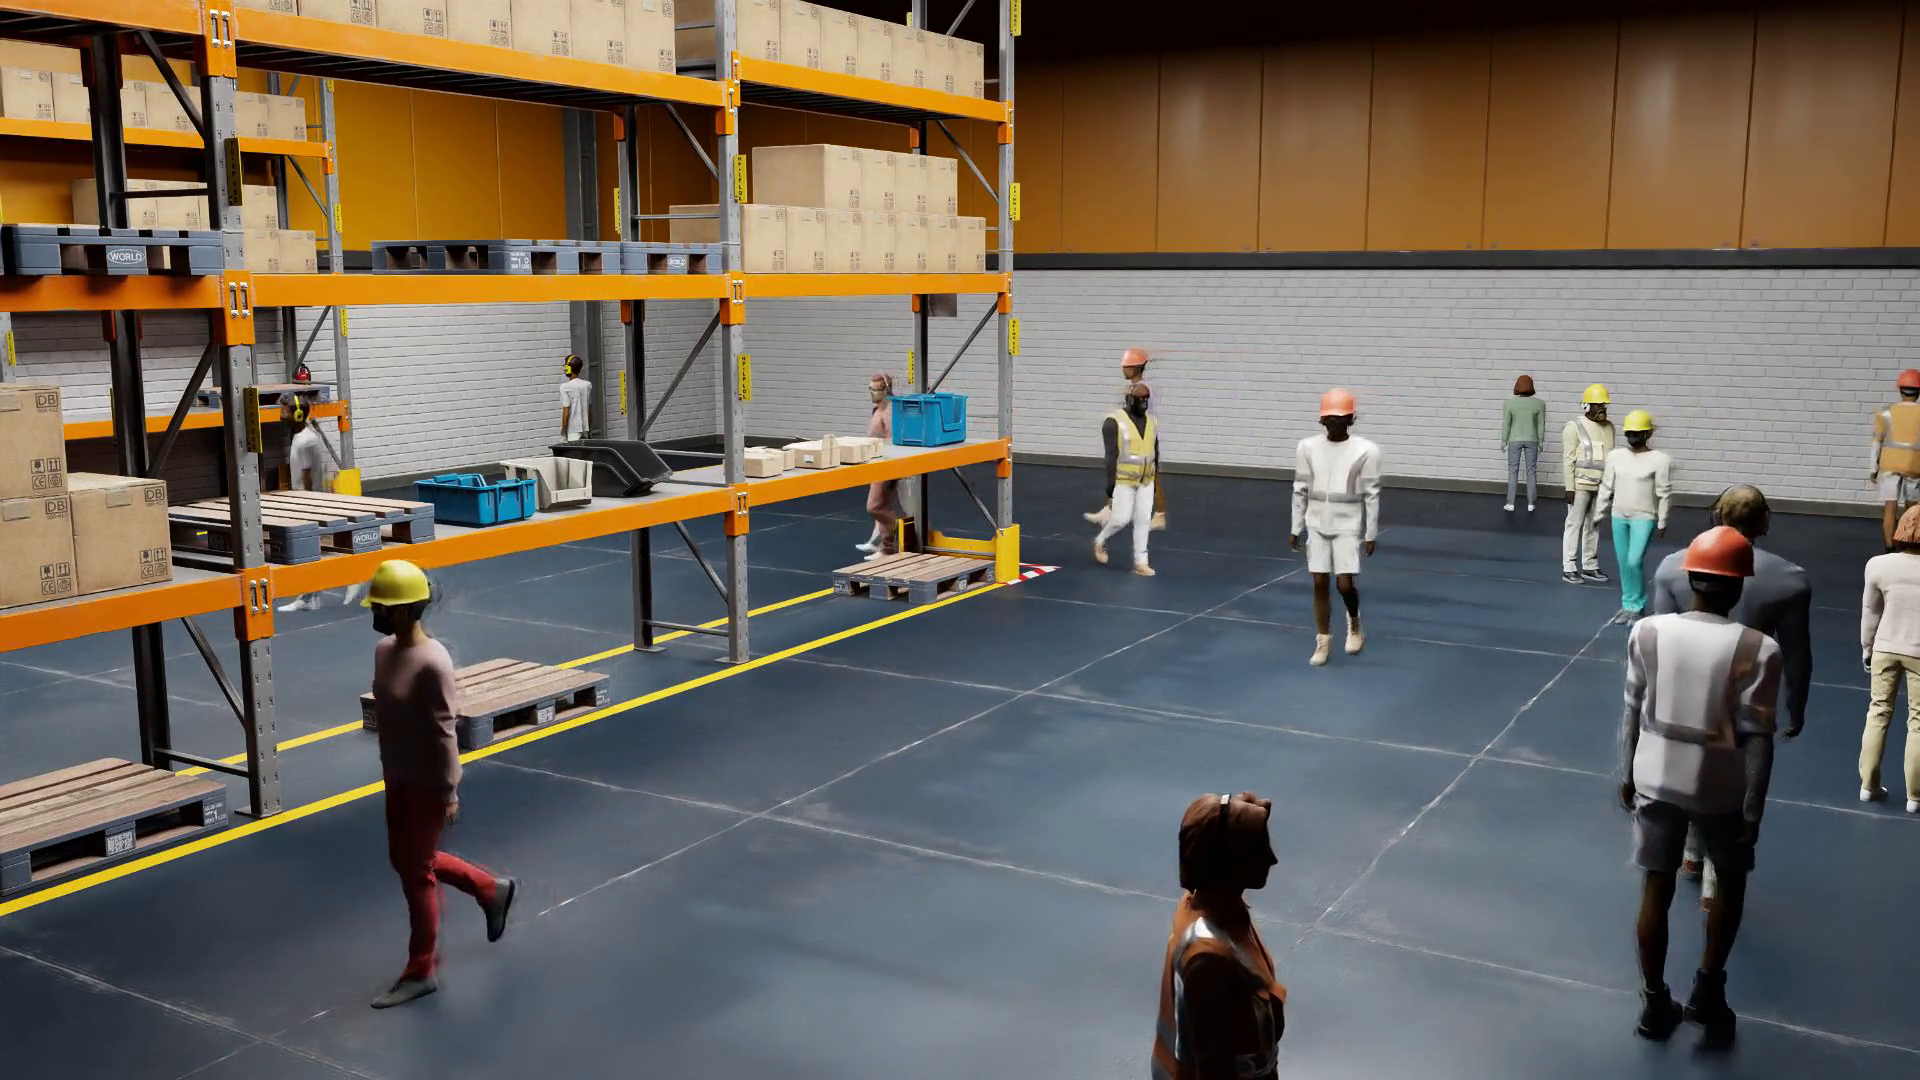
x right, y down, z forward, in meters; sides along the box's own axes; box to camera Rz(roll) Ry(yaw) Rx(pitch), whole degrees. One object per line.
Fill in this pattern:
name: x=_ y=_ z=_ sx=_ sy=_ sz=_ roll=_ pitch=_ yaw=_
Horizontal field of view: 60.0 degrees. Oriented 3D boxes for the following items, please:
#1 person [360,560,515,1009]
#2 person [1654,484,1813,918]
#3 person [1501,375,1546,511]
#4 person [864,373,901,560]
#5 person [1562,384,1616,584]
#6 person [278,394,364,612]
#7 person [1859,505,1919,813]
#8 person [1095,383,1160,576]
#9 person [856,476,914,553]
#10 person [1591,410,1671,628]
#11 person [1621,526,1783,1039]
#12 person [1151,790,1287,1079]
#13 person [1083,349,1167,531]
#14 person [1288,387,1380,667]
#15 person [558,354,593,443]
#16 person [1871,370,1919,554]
person: x=-2.081 y=0.922 z=6.603 sx=0.529 sy=1.750 sz=0.642 roll=9 pitch=13 yaw=43
person: x=3.489 y=0.692 z=7.528 sx=0.657 sy=1.903 sz=0.882 roll=6 pitch=11 yaw=34
person: x=6.731 y=-1.155 z=19.896 sx=0.497 sy=1.634 sz=0.287 roll=2 pitch=9 yaw=11
person: x=-0.710 y=-0.698 z=16.281 sx=0.478 sy=1.884 sz=0.694 roll=-1 pitch=9 yaw=-4
person: x=5.797 y=-0.516 z=15.290 sx=0.586 sy=1.833 sz=0.403 roll=-4 pitch=10 yaw=-26
person: x=-5.410 y=-0.307 z=13.946 sx=0.616 sy=1.851 sz=0.513 roll=-3 pitch=10 yaw=-20
person: x=5.030 y=0.624 z=8.824 sx=0.277 sy=1.629 sz=0.496 roll=-7 pitch=11 yaw=-37
person: x=1.585 y=-0.580 z=15.720 sx=0.639 sy=1.821 sz=0.627 roll=-5 pitch=11 yaw=-30
person: x=-0.728 y=-0.653 z=16.838 sx=0.738 sy=1.605 sz=0.514 roll=3 pitch=10 yaw=17
person: x=5.372 y=-0.164 z=13.359 sx=0.528 sy=1.751 sz=0.531 roll=-7 pitch=12 yaw=-38
person: x=2.713 y=0.906 z=6.160 sx=0.563 sy=1.920 sz=0.464 roll=7 pitch=12 yaw=38
person: x=0.608 y=1.394 z=3.965 sx=0.310 sy=1.642 sz=0.514 roll=1 pitch=9 yaw=7
person: x=1.839 y=-1.088 z=18.314 sx=0.999 sy=1.996 sz=0.626 roll=0 pitch=9 yaw=1
person: x=2.712 y=-0.094 z=12.057 sx=0.625 sy=2.031 sz=0.507 roll=6 pitch=11 yaw=31
person: x=-4.624 y=-1.288 z=19.993 sx=0.328 sy=1.872 sz=0.513 roll=5 pitch=11 yaw=30
person: x=9.259 y=-0.713 z=16.320 sx=0.574 sy=1.891 sz=0.948 roll=6 pitch=11 yaw=33
